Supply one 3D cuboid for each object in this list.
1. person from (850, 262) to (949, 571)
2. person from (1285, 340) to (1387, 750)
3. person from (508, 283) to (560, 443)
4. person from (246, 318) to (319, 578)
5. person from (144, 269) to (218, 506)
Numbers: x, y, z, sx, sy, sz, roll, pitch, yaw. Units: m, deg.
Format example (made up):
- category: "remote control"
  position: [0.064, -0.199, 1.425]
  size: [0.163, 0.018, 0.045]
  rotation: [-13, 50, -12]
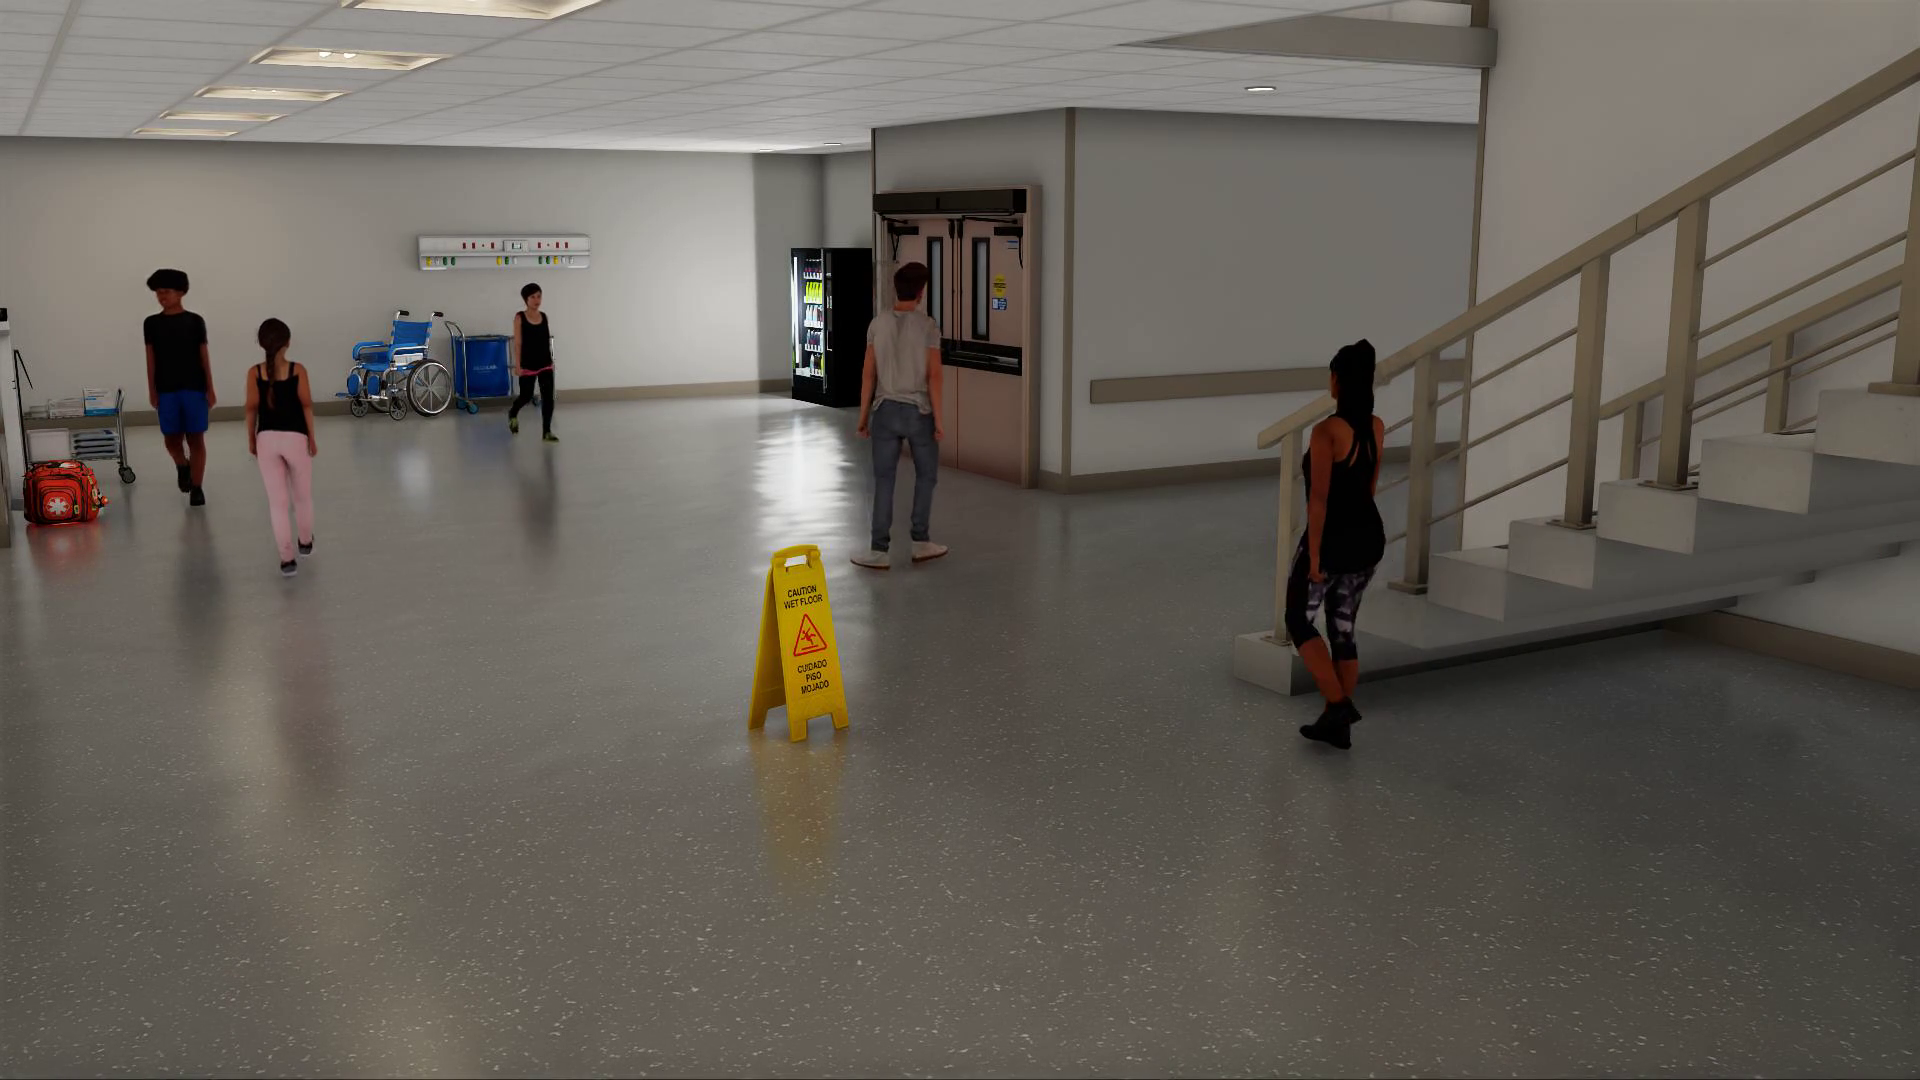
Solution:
- category: "person"
  position: [-0.380, -0.750, 10.252]
  size: [0.945, 1.865, 0.997]
  rotation: [0, 11, 1]
- category: "person"
  position: [1.581, 0.038, 6.652]
  size: [0.612, 1.659, 0.618]
  rotation: [-8, 14, -37]
- category: "person"
  position: [-4.195, -1.723, 16.258]
  size: [0.948, 1.537, 0.691]
  rotation: [10, 15, 43]
- category: "person"
  position: [-4.073, -0.536, 10.008]
  size: [0.634, 1.536, 0.987]
  rotation: [-4, 11, -20]
- category: "person"
  position: [-5.880, -1.149, 12.589]
  size: [0.729, 1.778, 0.918]
  rotation: [-4, 11, -19]
